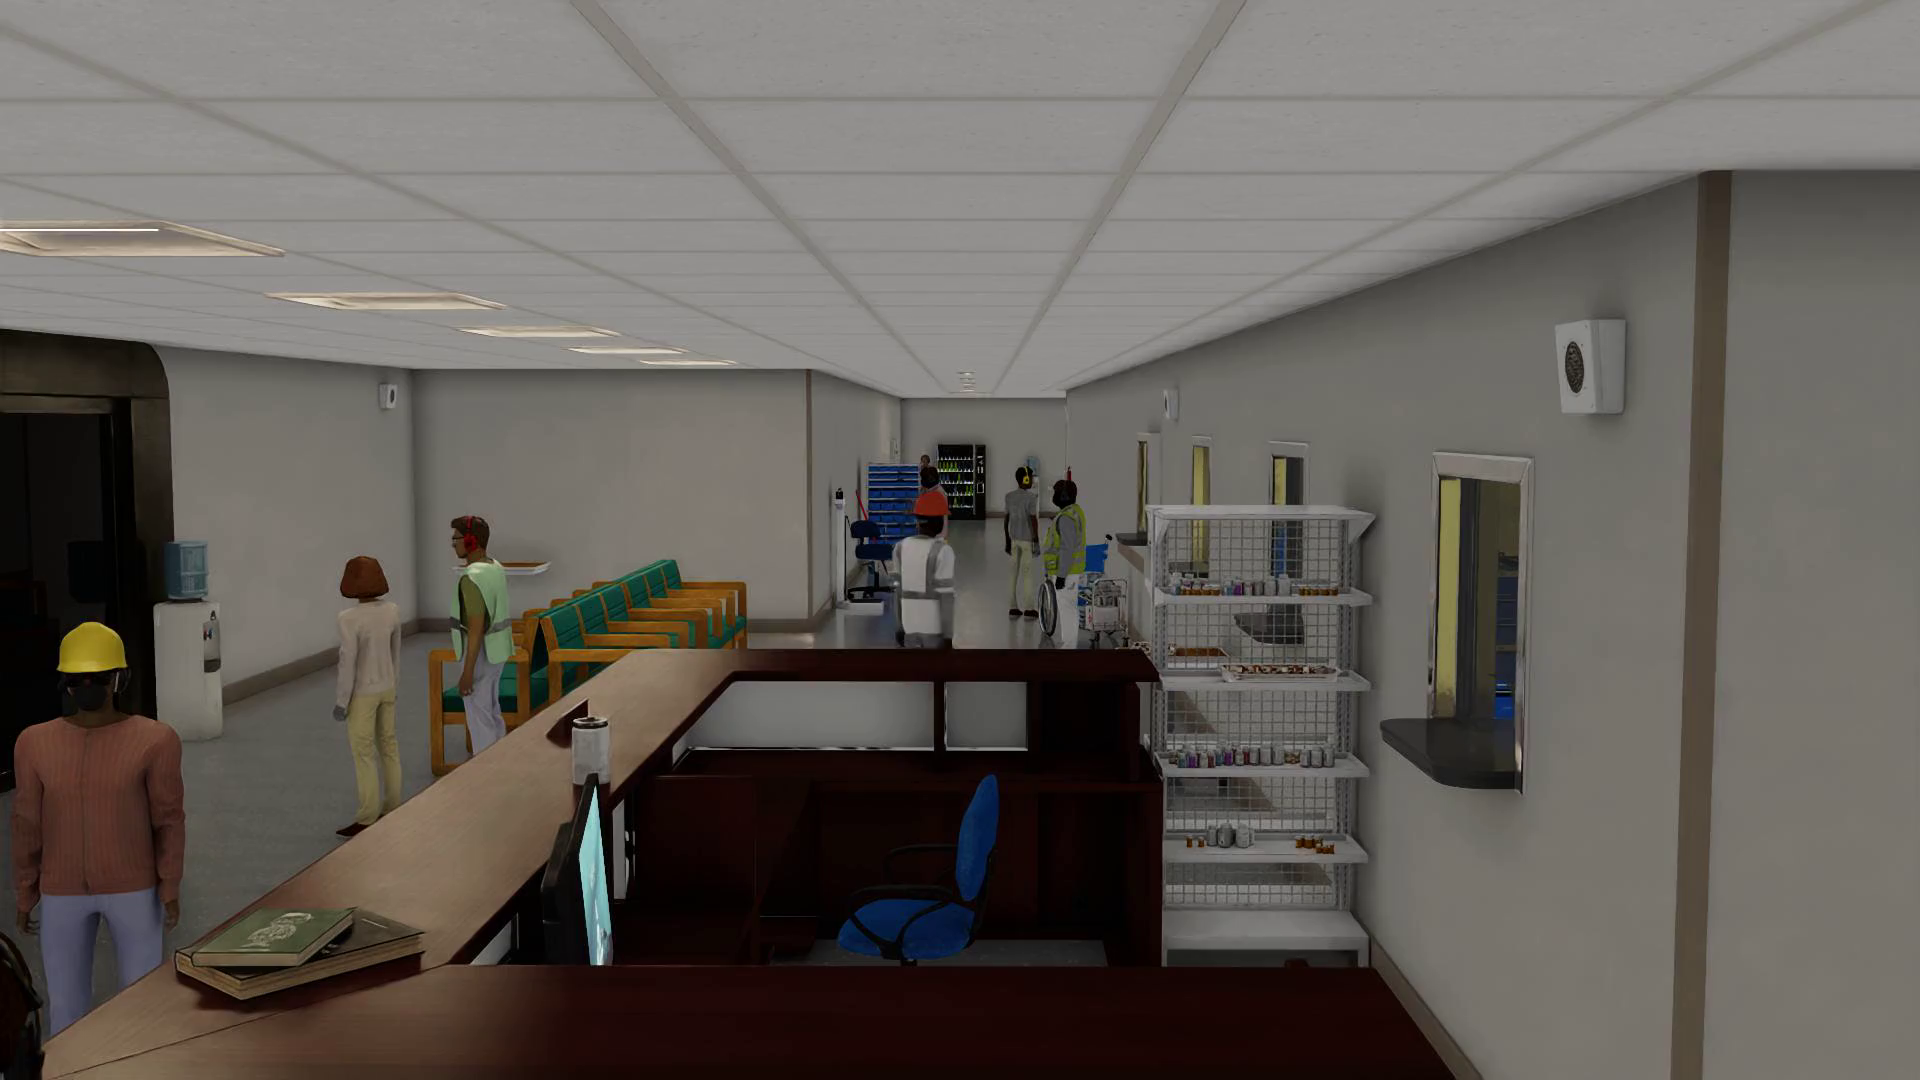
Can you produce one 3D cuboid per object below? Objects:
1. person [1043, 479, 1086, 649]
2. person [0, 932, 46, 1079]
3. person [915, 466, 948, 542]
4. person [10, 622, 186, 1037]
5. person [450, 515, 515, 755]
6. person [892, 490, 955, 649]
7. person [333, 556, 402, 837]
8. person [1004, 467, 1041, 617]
[{"bbox_3d":[1.043,0.317,16.613,0.429,1.844,0.627,1,4,9],"label":"person"},{"bbox_3d":[-1.197,1.365,1.982,0.627,1.835,0.429,-2,5,-30],"label":"person"},{"bbox_3d":[-0.379,-0.047,21.773,0.429,1.838,0.621,-1,4,-9],"label":"person"},{"bbox_3d":[-2.823,1.148,5.458,0.527,1.772,0.306,-1,4,-13],"label":"person"},{"bbox_3d":[-2.954,0.767,10.284,0.374,1.841,0.575,0,4,-1],"label":"person"},{"bbox_3d":[-0.272,0.608,11.933,0.551,1.926,0.531,3,5,40],"label":"person"},{"bbox_3d":[-3.462,0.909,9.721,0.280,1.636,0.502,1,4,19],"label":"person"},{"bbox_3d":[0.773,0.027,20.541,0.521,1.864,0.334,3,5,40],"label":"person"}]
